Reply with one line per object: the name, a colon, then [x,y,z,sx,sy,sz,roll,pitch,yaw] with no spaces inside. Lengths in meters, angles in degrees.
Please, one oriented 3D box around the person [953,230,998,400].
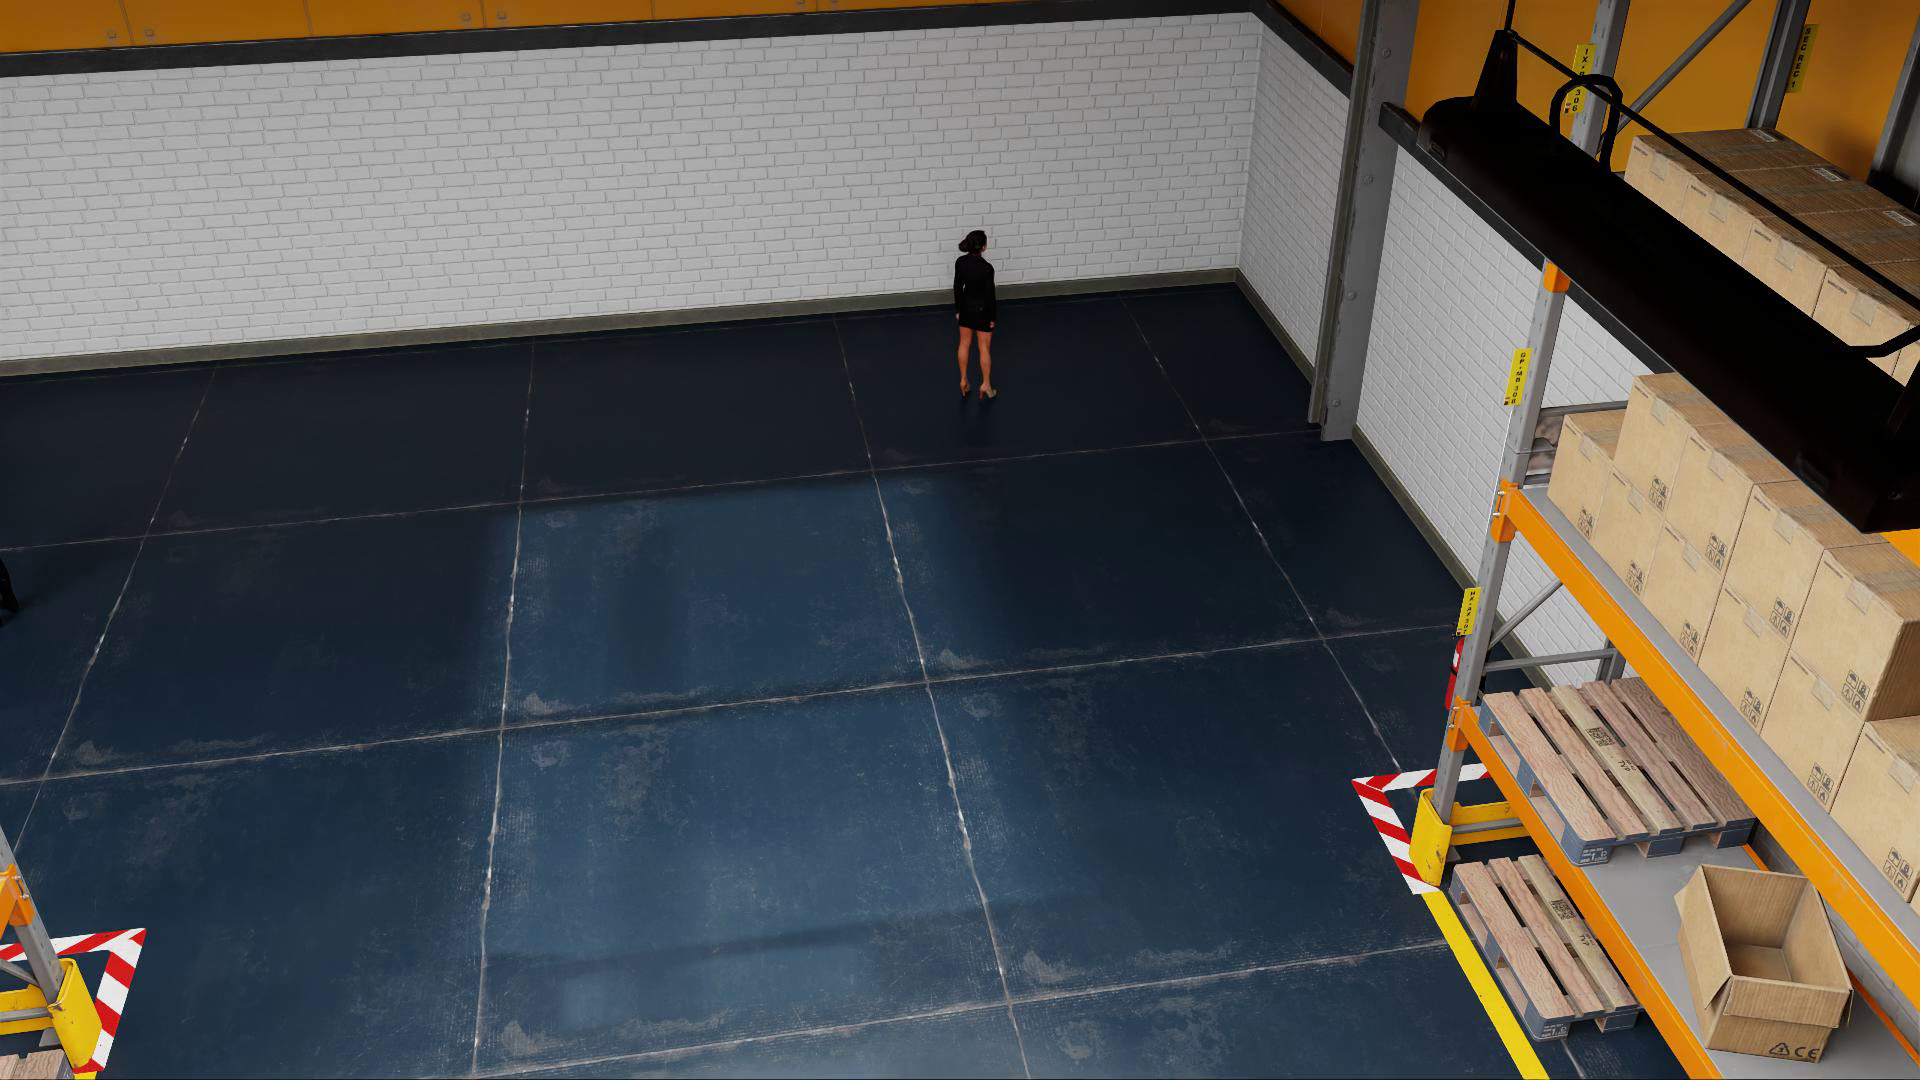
person: [0.152,-2.052,15.161,0.699,1.640,0.757,18,38,25]
